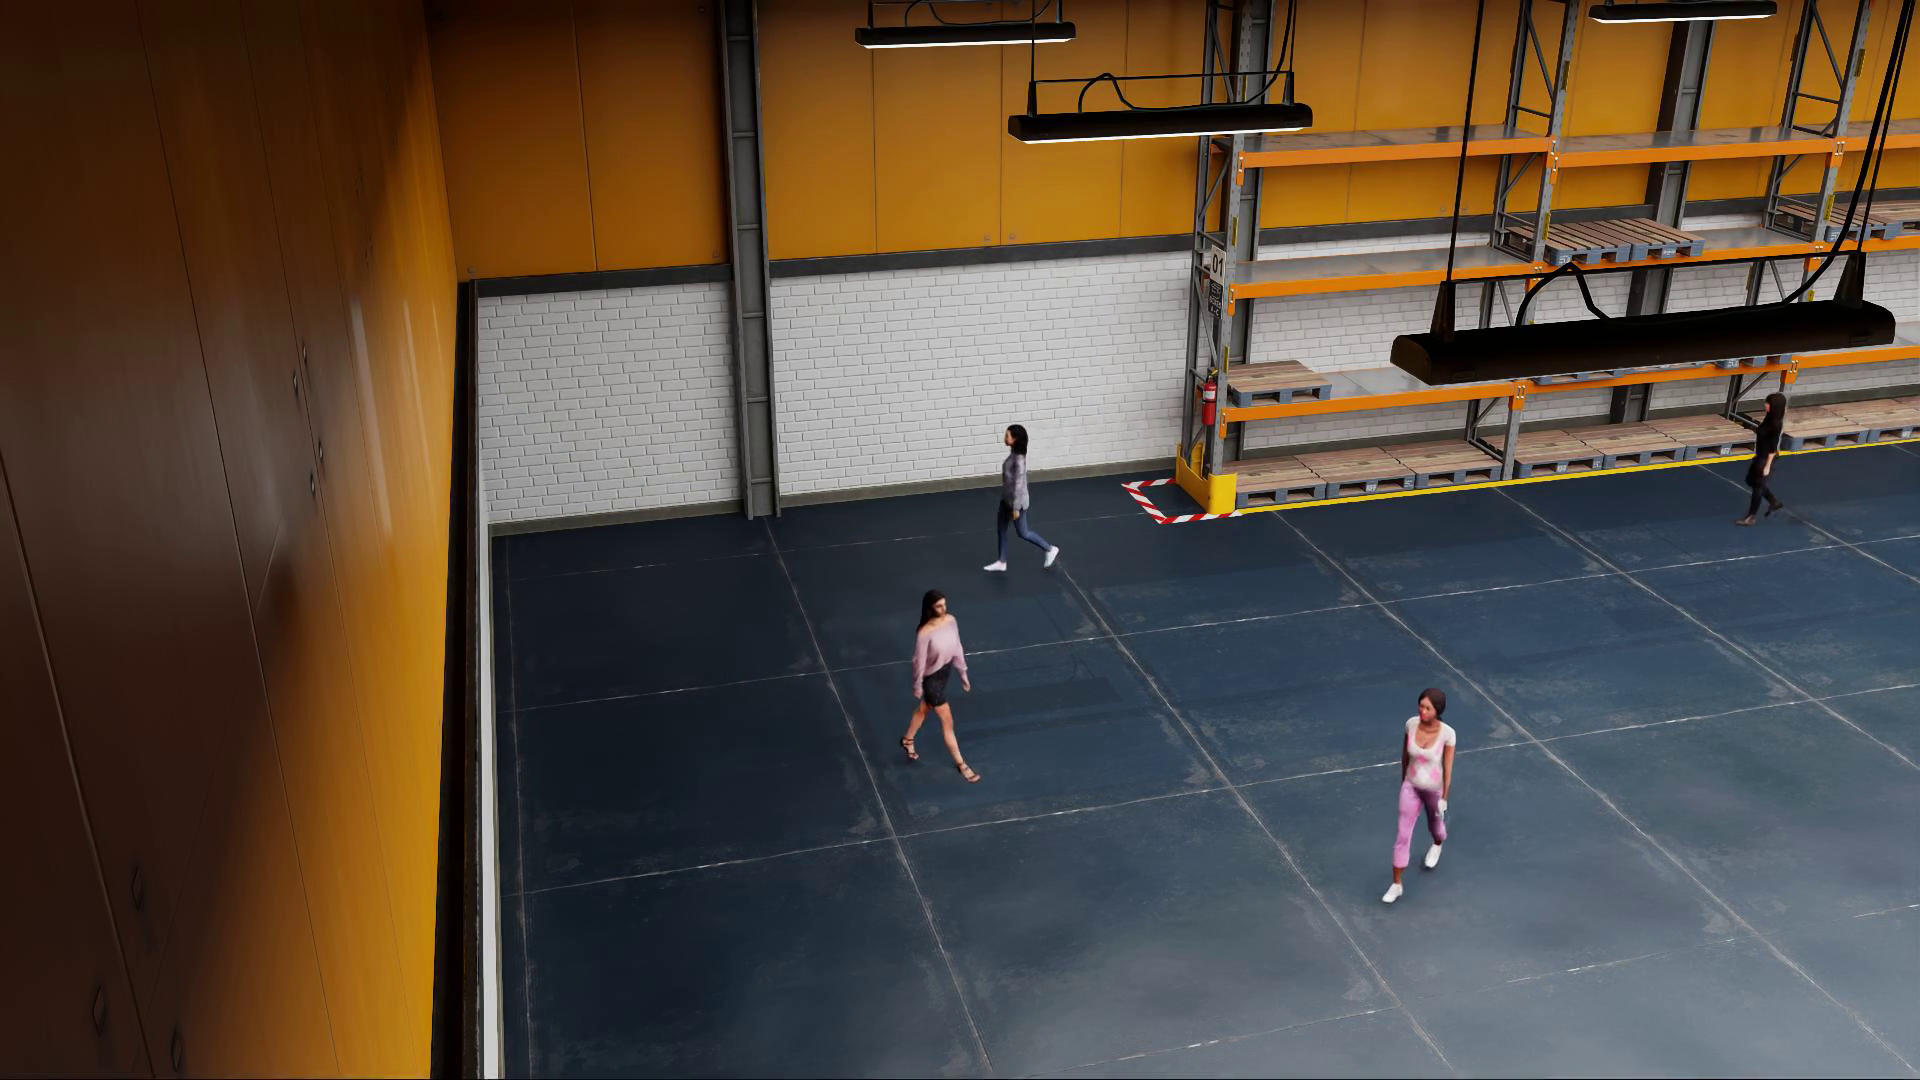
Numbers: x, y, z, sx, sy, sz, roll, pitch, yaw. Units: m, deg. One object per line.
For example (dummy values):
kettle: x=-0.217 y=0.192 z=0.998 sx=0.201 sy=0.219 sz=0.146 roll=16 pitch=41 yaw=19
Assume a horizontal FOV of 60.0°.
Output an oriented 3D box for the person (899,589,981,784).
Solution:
person: x=-0.283 y=1.230 z=14.364 sx=1.115 sy=1.745 sz=1.133 roll=17 pitch=29 yaw=33

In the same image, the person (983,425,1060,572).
person: x=0.688 y=-0.428 z=18.204 sx=1.072 sy=1.707 sz=0.683 roll=-3 pitch=24 yaw=-8

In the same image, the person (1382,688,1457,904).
person: x=3.632 y=1.914 z=12.849 sx=1.071 sy=1.705 sz=1.186 roll=16 pitch=28 yaw=32

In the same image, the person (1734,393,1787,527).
person: x=9.496 y=-0.938 z=19.460 sx=0.860 sy=1.636 sz=0.739 roll=3 pitch=24 yaw=7
